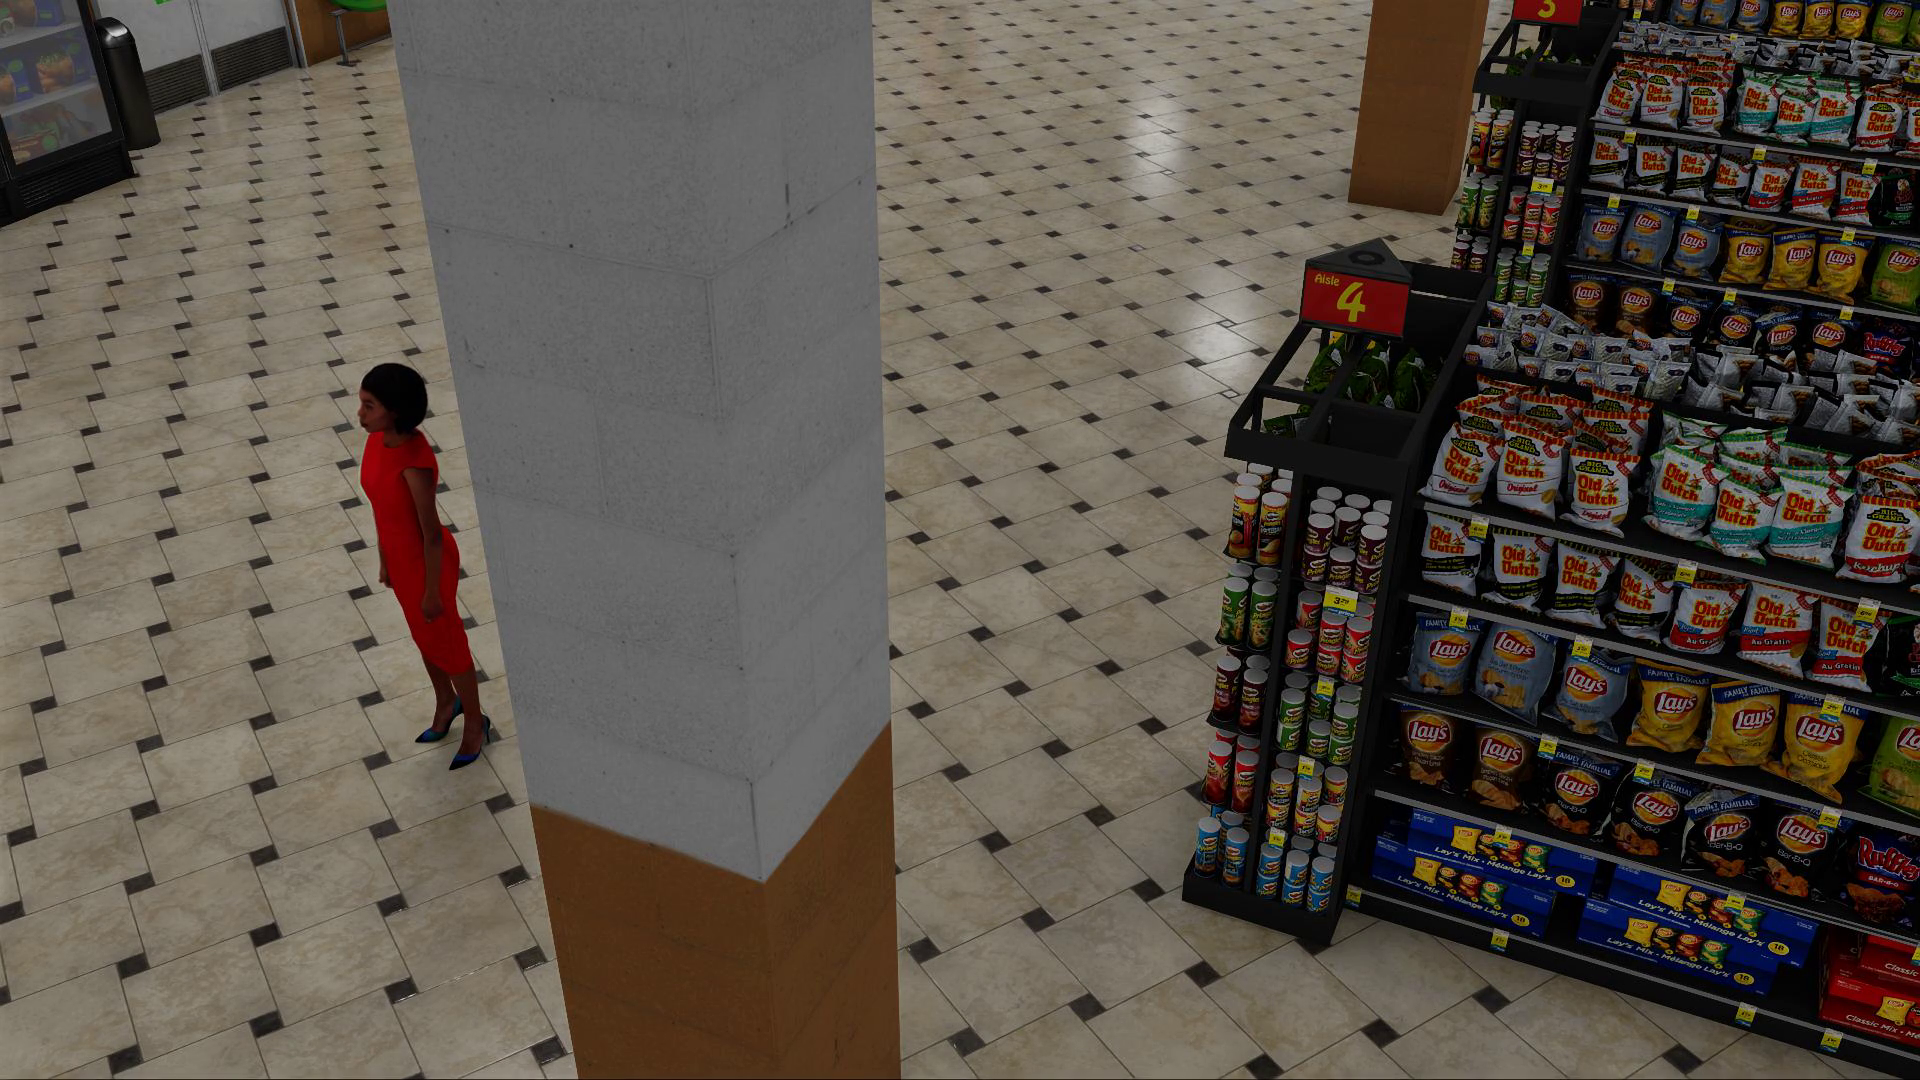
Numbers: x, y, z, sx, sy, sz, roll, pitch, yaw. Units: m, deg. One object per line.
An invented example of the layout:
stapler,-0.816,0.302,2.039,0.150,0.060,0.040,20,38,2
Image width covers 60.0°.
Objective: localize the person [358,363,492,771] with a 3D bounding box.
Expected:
person,-2.085,0.114,6.460,0.690,1.744,0.551,-27,41,-36
